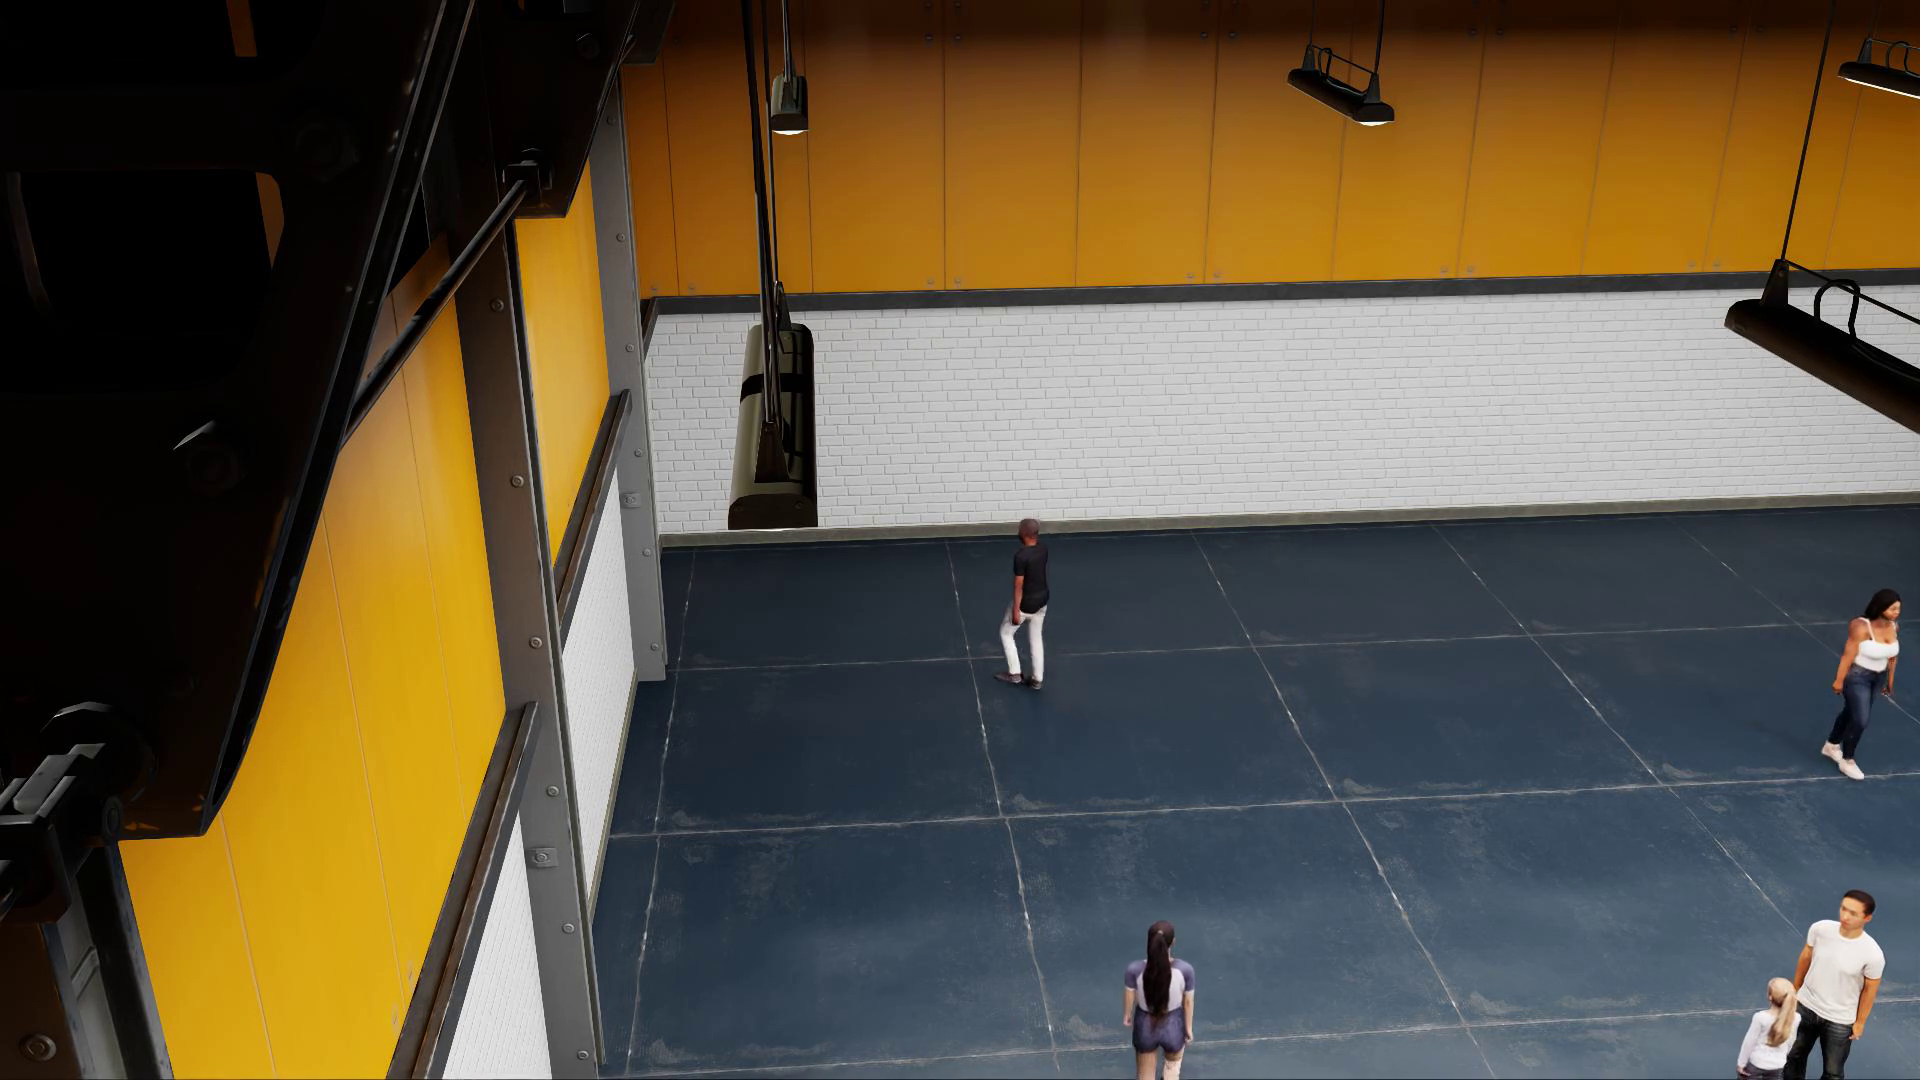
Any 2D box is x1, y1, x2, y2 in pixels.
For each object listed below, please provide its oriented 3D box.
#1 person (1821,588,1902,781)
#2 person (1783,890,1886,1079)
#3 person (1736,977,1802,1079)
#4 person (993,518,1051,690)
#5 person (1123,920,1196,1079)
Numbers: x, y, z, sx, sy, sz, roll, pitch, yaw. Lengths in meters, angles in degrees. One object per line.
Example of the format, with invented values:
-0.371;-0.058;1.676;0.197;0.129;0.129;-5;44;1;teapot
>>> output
8.065;1.226;15.016;0.779;1.787;0.881;-8;25;-18;person
5.670;3.043;10.838;0.772;1.805;0.671;-19;30;-36;person
5.210;3.380;10.724;0.519;1.277;0.541;-1;24;-2;person
0.742;0.662;16.301;0.935;1.791;0.877;20;30;38;person
1.283;3.201;10.681;0.646;1.640;0.618;2;24;4;person
